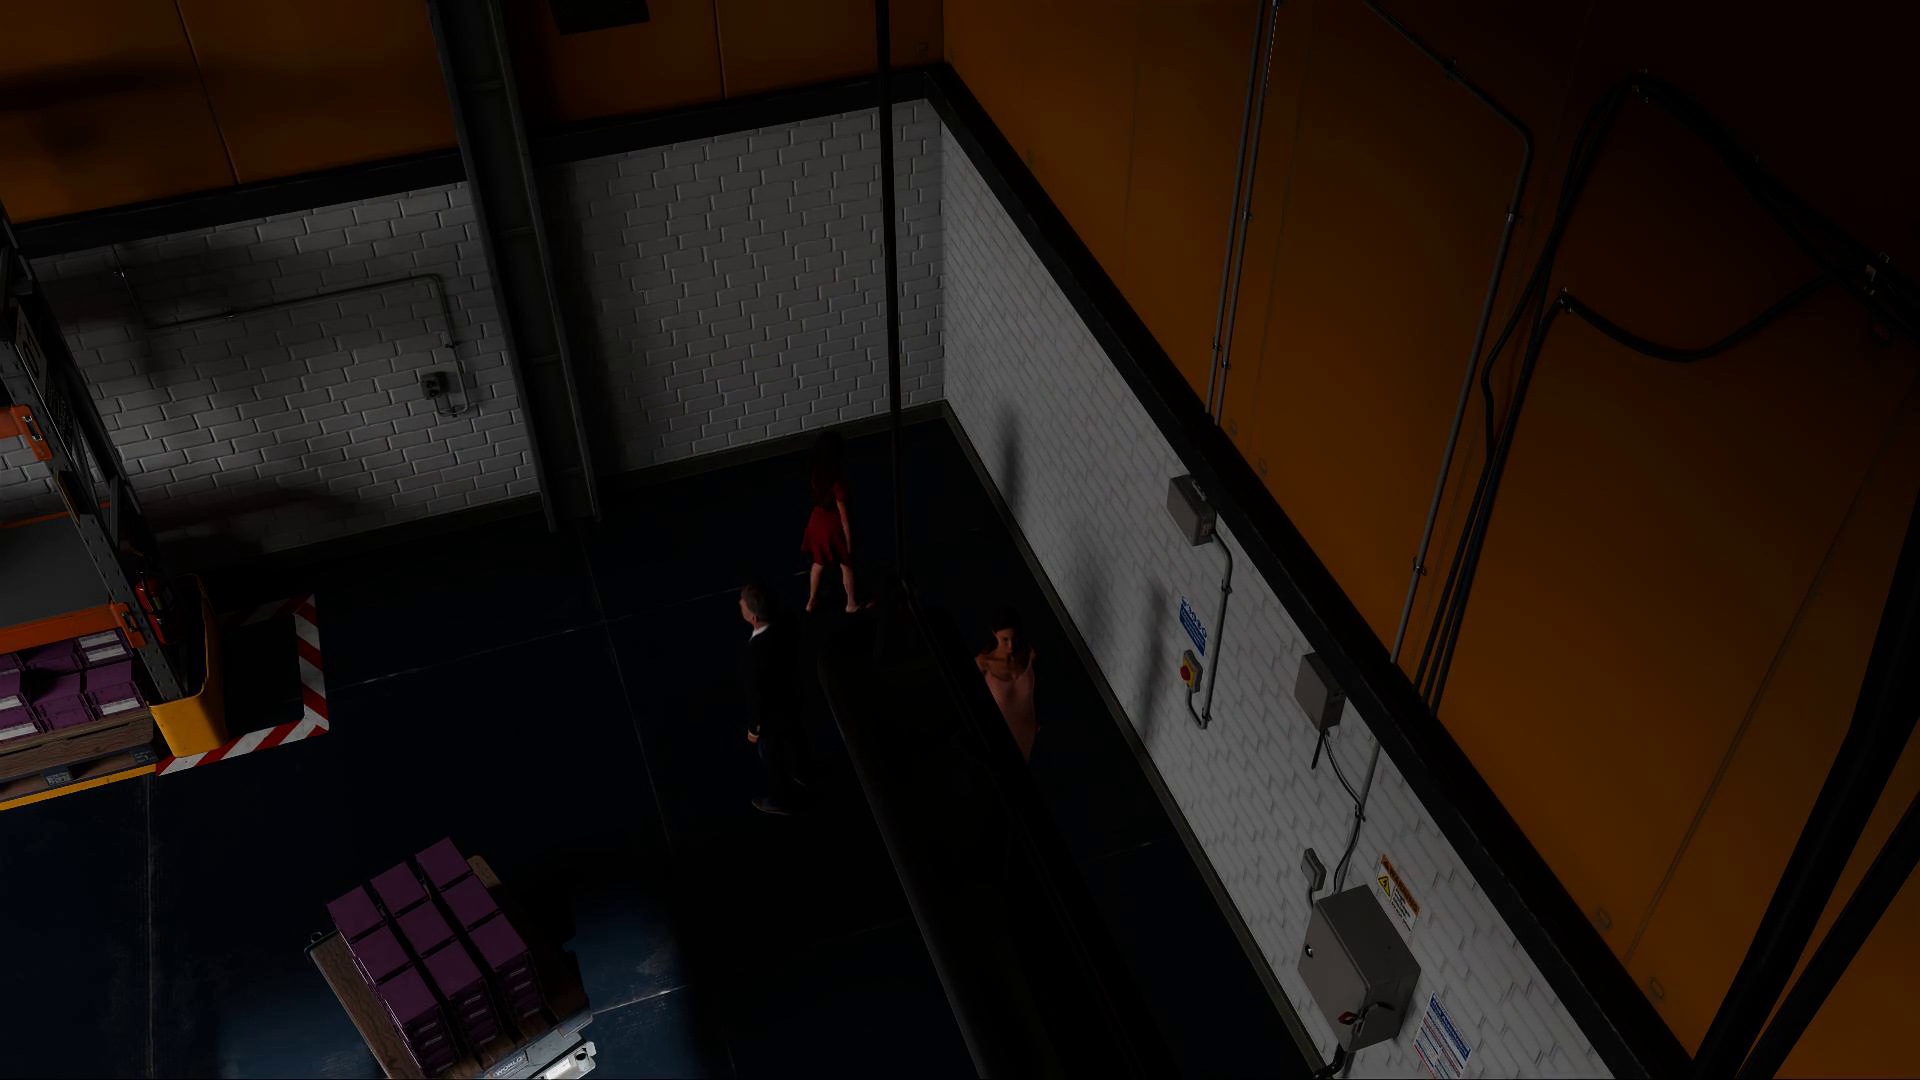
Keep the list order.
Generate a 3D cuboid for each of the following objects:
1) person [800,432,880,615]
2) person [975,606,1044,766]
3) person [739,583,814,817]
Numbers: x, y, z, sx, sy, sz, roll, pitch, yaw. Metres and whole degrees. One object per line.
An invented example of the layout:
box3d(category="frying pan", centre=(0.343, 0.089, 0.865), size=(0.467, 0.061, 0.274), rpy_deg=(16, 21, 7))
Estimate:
box3d(category="person", centre=(-0.873, -0.095, 11.126), size=(0.779, 1.547, 0.661), rpy_deg=(-26, 50, -25))
box3d(category="person", centre=(0.267, 1.054, 9.713), size=(0.440, 1.831, 0.659), rpy_deg=(-13, 45, -13))
box3d(category="person", centre=(-1.091, 0.936, 9.852), size=(0.816, 1.812, 0.769), rpy_deg=(15, 46, 16))
